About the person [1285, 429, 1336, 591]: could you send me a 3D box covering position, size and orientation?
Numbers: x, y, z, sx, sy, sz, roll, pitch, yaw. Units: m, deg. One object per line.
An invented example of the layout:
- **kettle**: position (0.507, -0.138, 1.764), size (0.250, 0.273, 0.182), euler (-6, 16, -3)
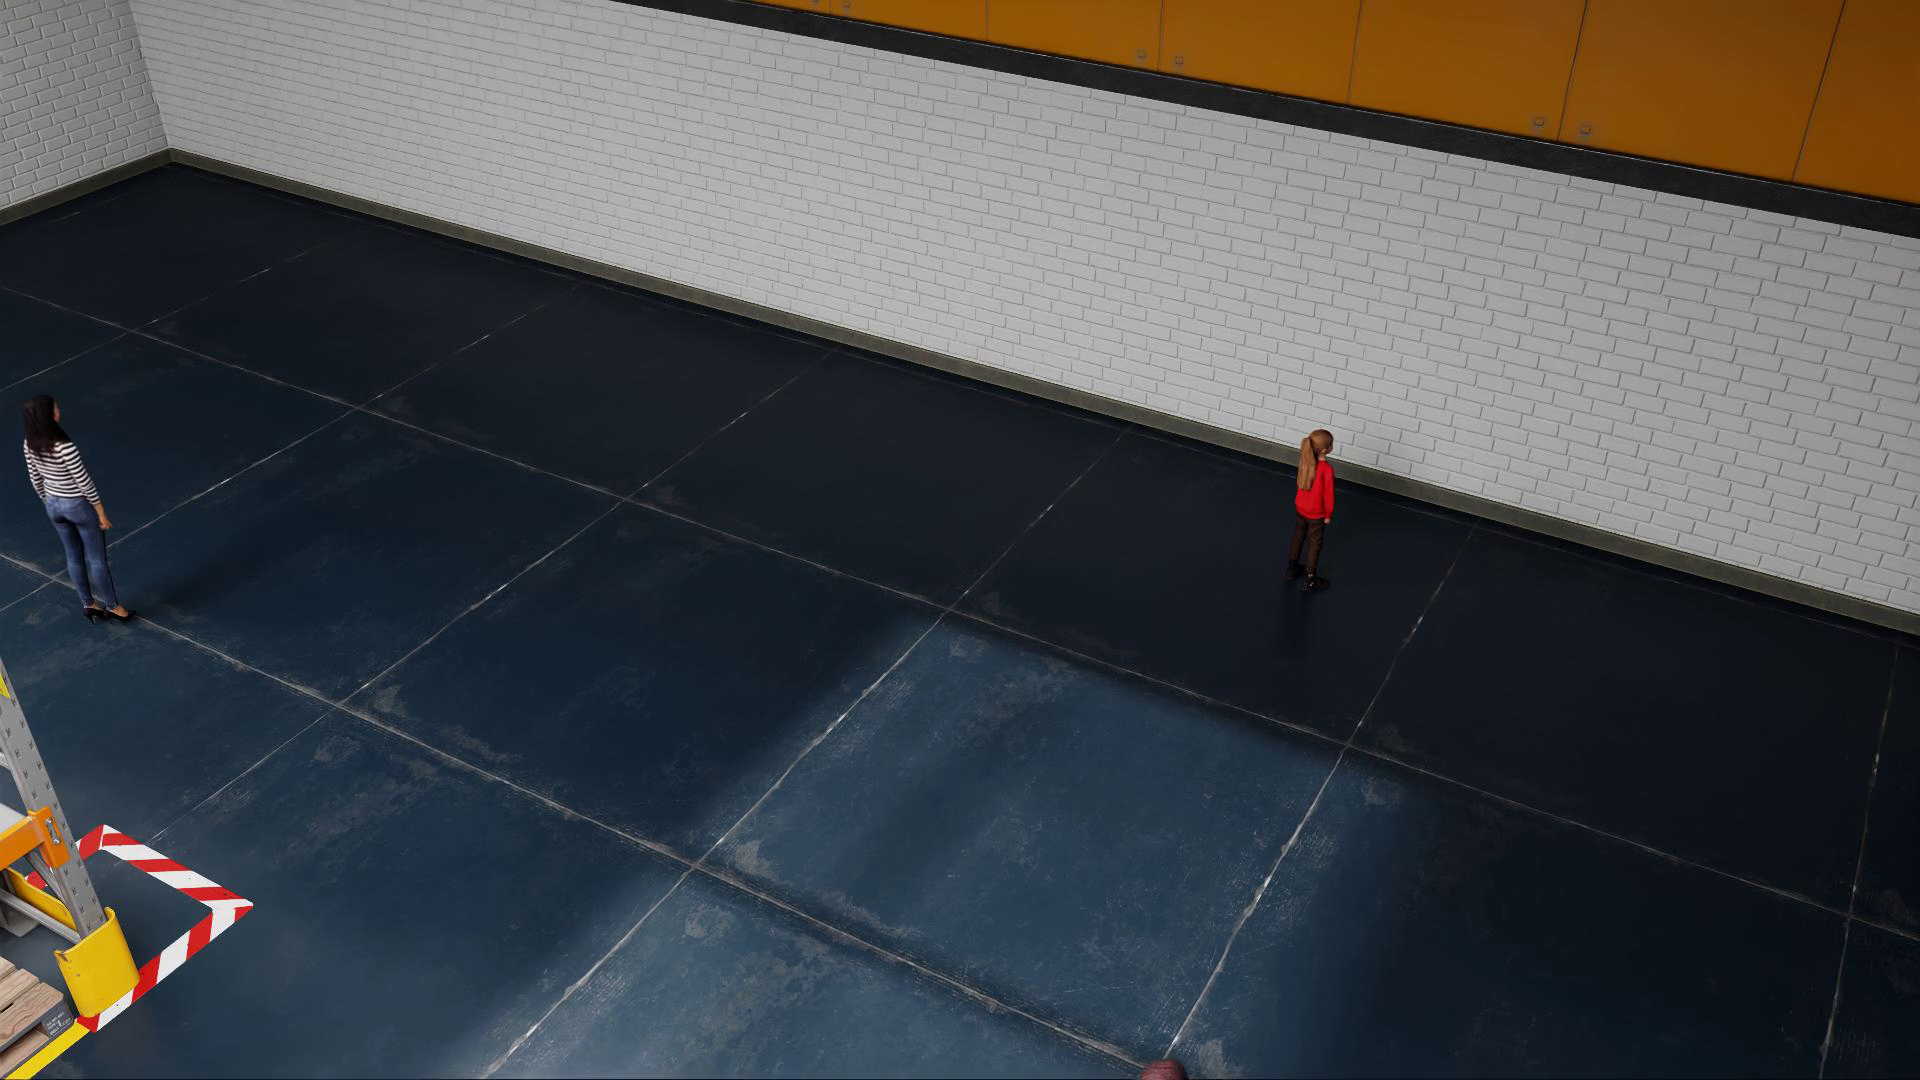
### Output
- **person**: position (2.547, -0.234, 12.007), size (0.617, 1.281, 0.581), euler (-18, 38, -25)

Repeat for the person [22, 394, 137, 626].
- **person**: position (-6.120, -0.192, 11.479), size (0.644, 1.795, 0.589), euler (9, 35, 13)
